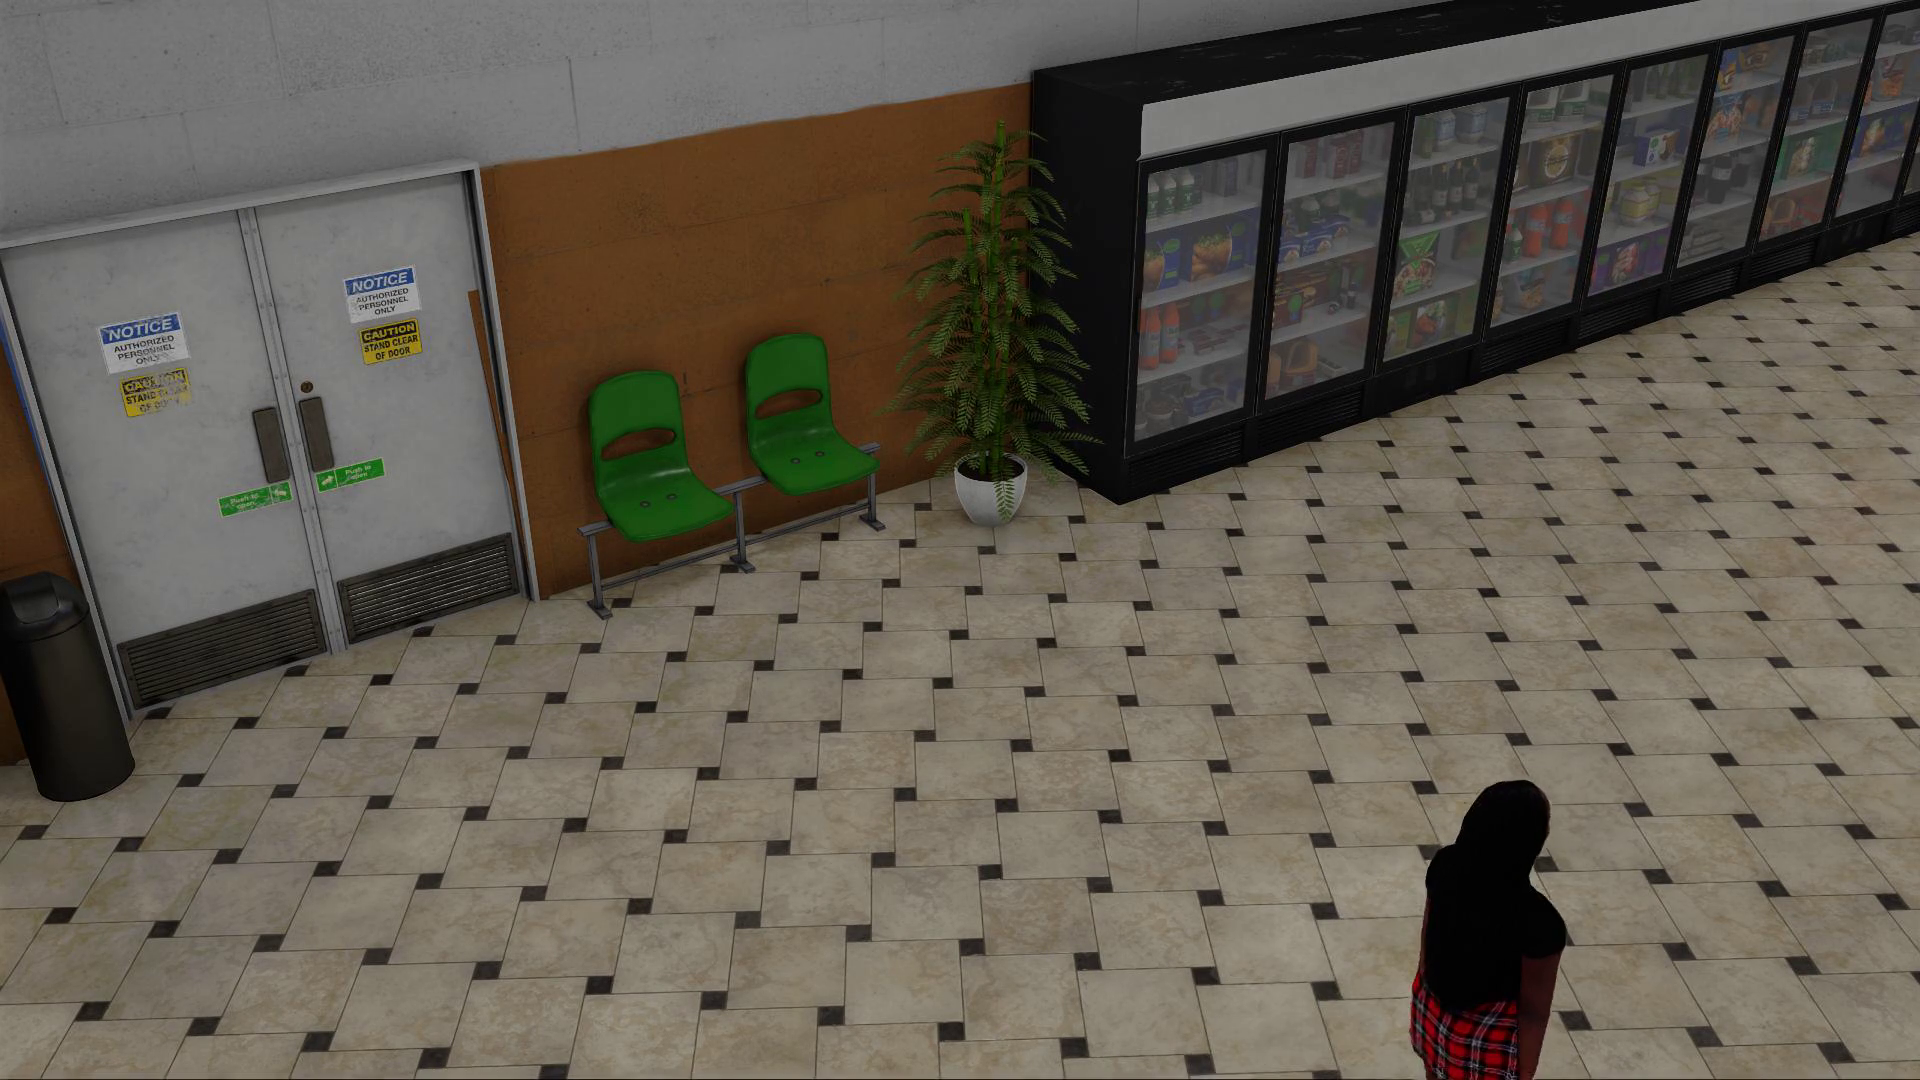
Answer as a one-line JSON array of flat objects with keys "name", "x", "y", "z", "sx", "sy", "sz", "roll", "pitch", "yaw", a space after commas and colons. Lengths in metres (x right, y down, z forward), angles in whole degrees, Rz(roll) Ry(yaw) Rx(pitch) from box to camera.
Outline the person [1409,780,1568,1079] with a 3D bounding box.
[{"name": "person", "x": 1.402, "y": 1.441, "z": 4.757, "sx": 0.666, "sy": 1.713, "sz": 0.816, "roll": -20, "pitch": 35, "yaw": -32}]
